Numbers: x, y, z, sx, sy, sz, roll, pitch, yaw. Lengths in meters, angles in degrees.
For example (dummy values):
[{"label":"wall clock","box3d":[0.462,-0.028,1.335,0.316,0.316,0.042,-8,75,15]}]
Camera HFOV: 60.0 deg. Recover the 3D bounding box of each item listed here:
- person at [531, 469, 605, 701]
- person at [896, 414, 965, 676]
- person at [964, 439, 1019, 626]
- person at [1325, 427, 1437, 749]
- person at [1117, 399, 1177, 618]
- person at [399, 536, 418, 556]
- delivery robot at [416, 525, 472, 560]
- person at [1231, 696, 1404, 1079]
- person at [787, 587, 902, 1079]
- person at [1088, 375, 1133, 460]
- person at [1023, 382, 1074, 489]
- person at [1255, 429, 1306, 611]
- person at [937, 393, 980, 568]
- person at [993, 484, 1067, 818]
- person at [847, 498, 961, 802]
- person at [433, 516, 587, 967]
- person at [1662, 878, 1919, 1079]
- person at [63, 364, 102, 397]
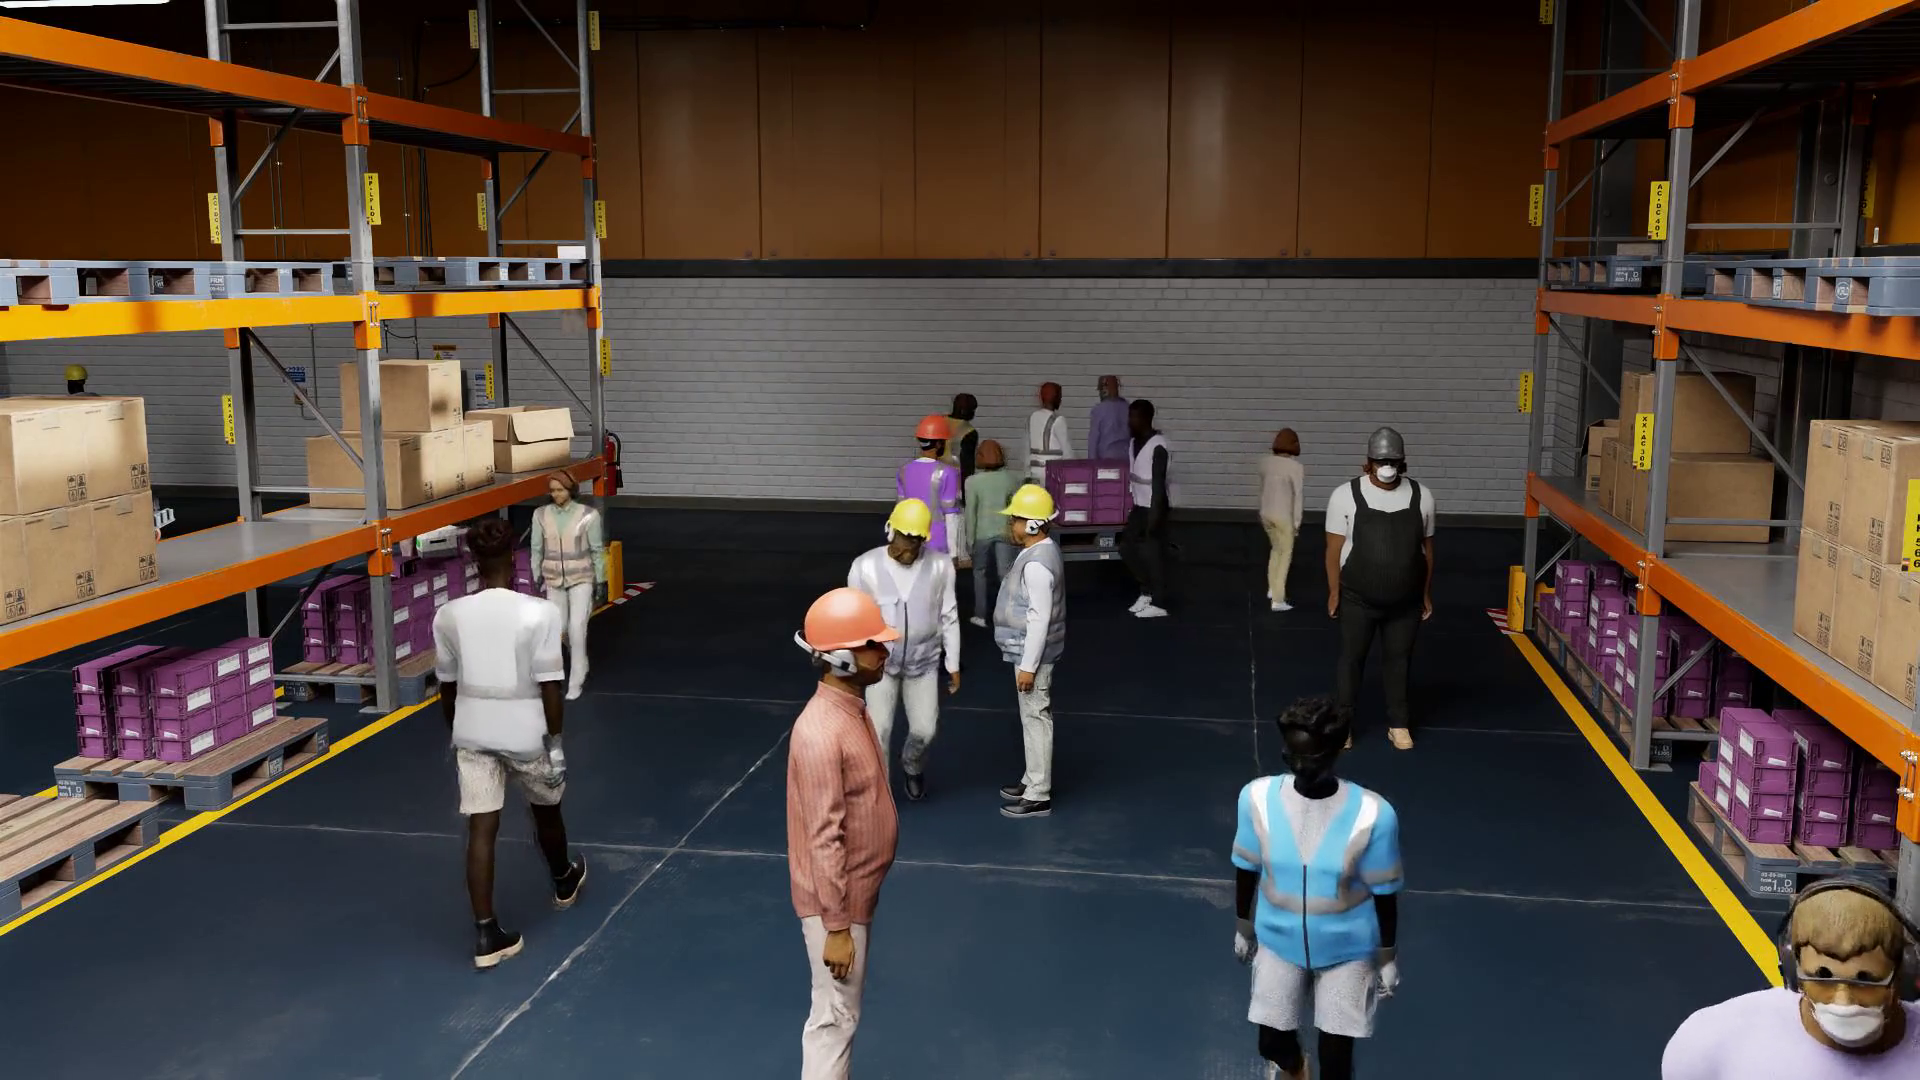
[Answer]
[{"label":"person","box3d":[-2.761,0.284,11.822,0.530,1.615,0.671,1,9,7]},{"label":"person","box3d":[-0.213,0.036,12.345,0.548,1.937,0.379,7,12,38]},{"label":"person","box3d":[0.292,-0.028,13.754,0.512,1.610,0.750,-3,10,-20]},{"label":"person","box3d":[2.632,0.305,10.364,0.689,2.000,0.537,0,9,1]},{"label":"person","box3d":[1.615,-0.268,14.327,0.462,1.898,0.619,-4,10,-21]},{"label":"person","box3d":[-4.937,-0.337,14.458,0.610,1.997,0.375,-3,10,-16]},{"label":"delivery robot","box3d":[-5.150,0.010,16.466,0.477,0.478,0.707,8,12,41]},{"label":"person","box3d":[1.161,1.288,5.400,0.554,1.675,0.500,4,10,25]},{"label":"person","box3d":[-0.370,1.137,5.368,0.374,1.997,0.613,0,9,2]},{"label":"person","box3d":[1.613,-0.813,17.696,0.661,1.890,0.447,-7,11,-35]},{"label":"person","box3d":[0.948,-0.668,16.885,0.518,1.867,0.590,-6,11,-31]},{"label":"person","box3d":[2.816,-0.190,14.777,0.510,1.598,0.527,-9,13,-44]},{"label":"person","box3d":[-0.126,-0.559,16.488,0.839,1.801,0.676,-8,12,-39]},{"label":"person","box3d":[0.383,0.603,9.159,0.404,1.836,0.590,1,9,3]},{"label":"person","box3d":[-0.321,0.649,8.980,0.653,1.803,0.549,-1,9,-8]},{"label":"person","box3d":[-2.006,0.847,7.426,0.629,1.904,1.021,1,9,7]},{"label":"person","box3d":[1.658,1.541,3.194,0.635,1.902,0.674,2,9,12]},{"label":"person","box3d":[-10.031,-1.044,19.026,0.364,1.930,0.588,4,10,21]}]
